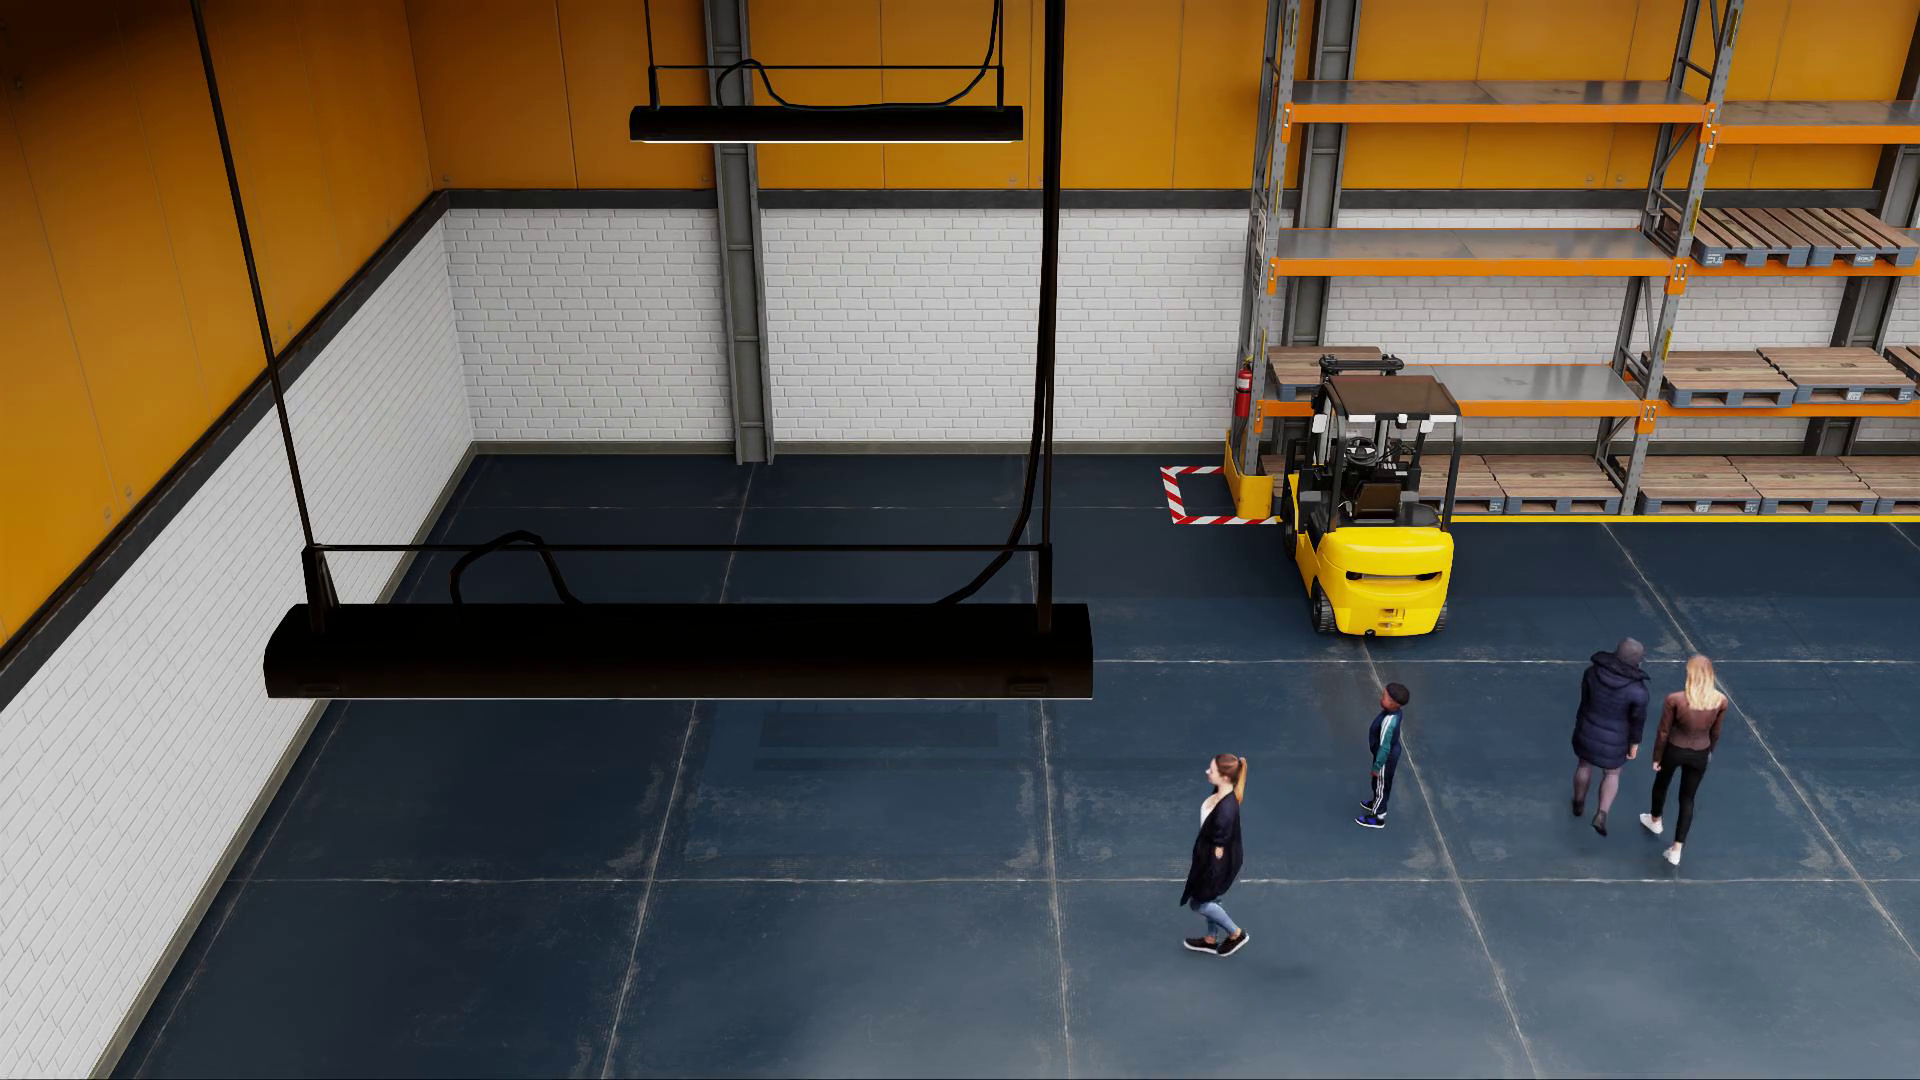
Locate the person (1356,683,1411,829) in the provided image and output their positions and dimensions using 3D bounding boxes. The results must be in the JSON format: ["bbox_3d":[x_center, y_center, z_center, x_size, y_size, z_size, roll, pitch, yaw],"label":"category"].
[{"bbox_3d":[3.250,1.624,12.703,0.576,1.256,0.563,12,31,20],"label":"person"}]

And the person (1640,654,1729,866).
[{"bbox_3d":[5.355,1.627,12.242,0.955,1.693,0.796,4,29,8],"label":"person"}]

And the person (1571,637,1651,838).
[{"bbox_3d":[4.860,1.490,12.521,0.929,1.666,0.965,20,34,32],"label":"person"}]

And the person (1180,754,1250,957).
[{"bbox_3d":[1.826,2.172,11.262,0.765,1.673,0.697,4,29,8],"label":"person"}]
